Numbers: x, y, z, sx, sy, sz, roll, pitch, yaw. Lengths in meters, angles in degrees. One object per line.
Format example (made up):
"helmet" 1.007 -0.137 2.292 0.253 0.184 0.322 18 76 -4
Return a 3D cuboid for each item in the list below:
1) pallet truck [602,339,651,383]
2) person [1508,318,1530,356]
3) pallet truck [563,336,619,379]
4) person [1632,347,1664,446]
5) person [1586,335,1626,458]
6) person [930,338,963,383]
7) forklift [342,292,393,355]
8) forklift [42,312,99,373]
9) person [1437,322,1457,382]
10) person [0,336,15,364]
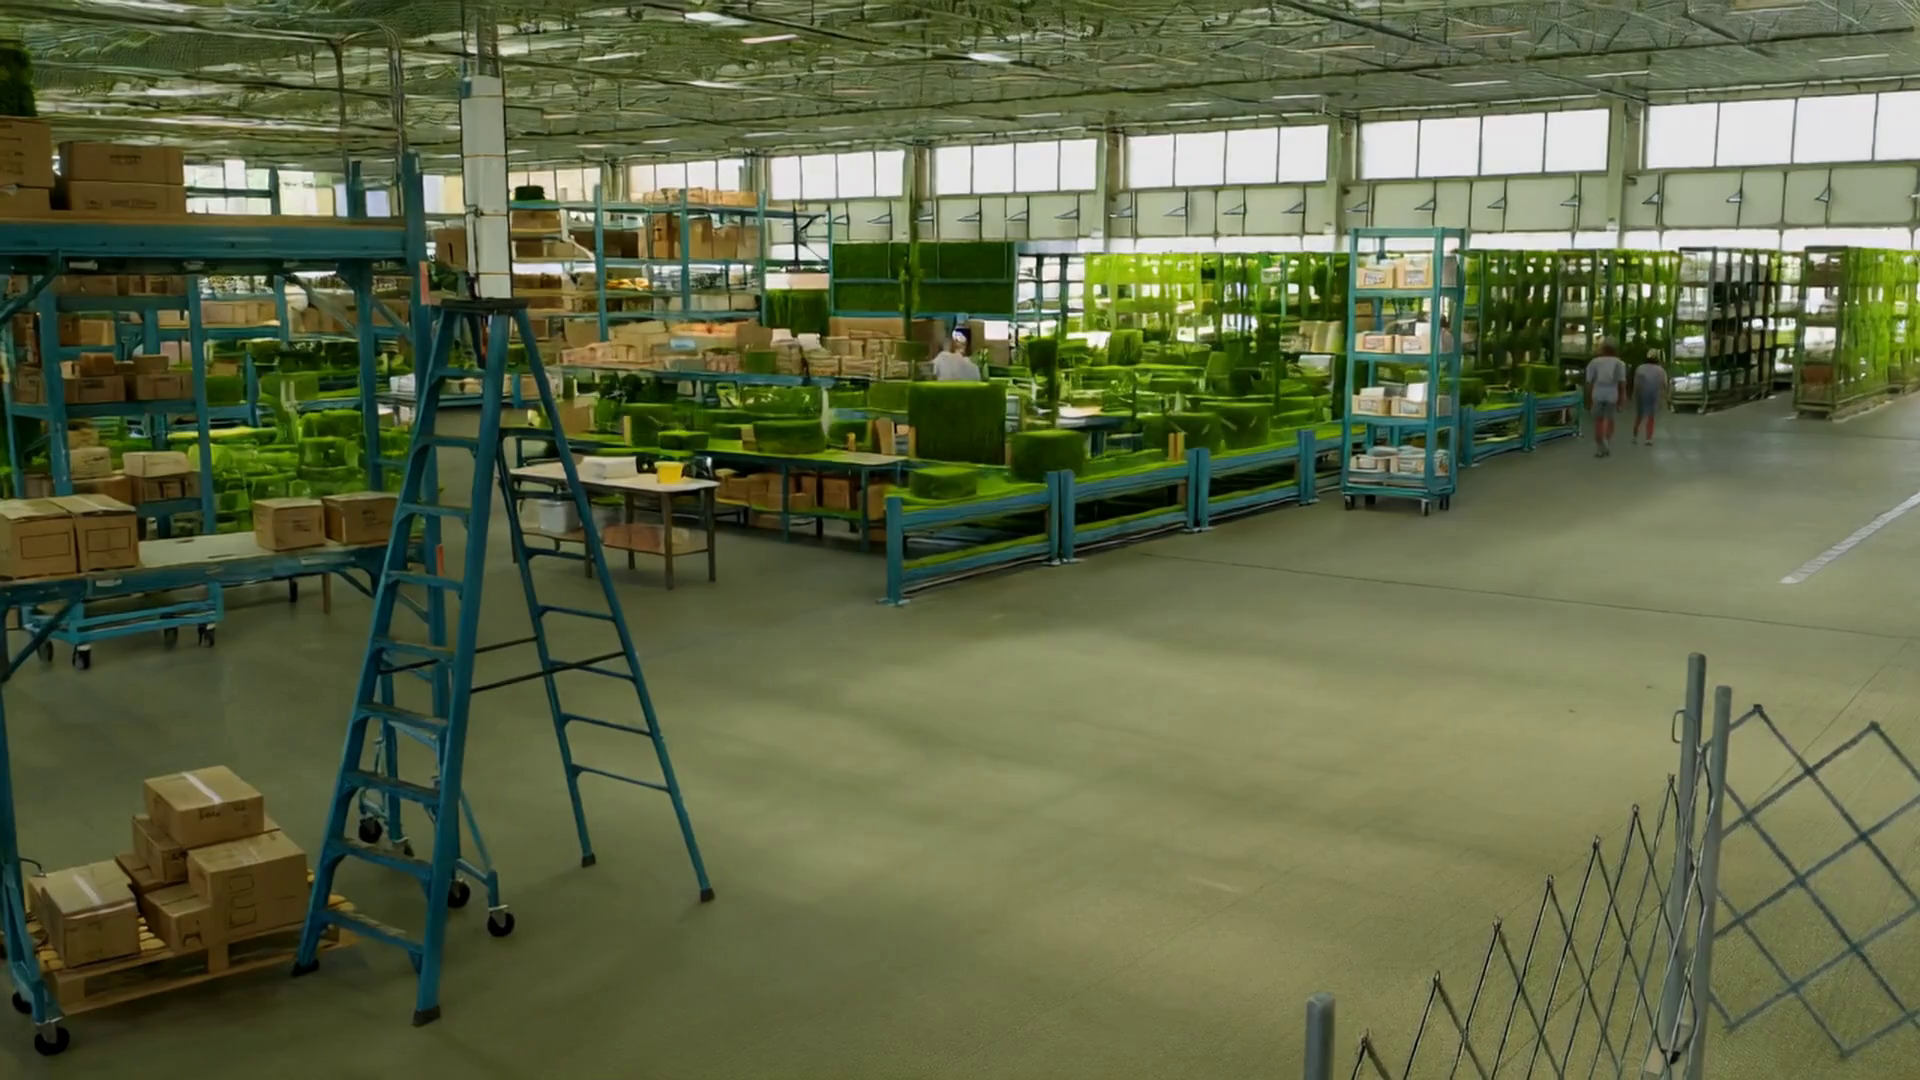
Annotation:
"pallet truck" -8.991 -4.871 45.351 0.653 1.274 1.630 7 11 37
"person" 15.715 -5.426 46.876 0.988 1.938 0.643 -6 11 -31
"pallet truck" -10.690 -5.294 48.215 1.601 1.201 0.680 -5 10 -26
"person" 12.179 -2.551 29.482 0.526 1.752 0.515 1 9 5
"person" 10.549 -2.329 27.222 0.612 2.028 0.501 5 11 31
"person" -0.243 -2.742 30.293 0.677 1.869 0.422 -6 11 -33
"forklift" -16.485 -5.622 45.120 1.129 2.768 1.873 7 11 37
"forklift" -23.779 -5.451 44.052 1.873 2.768 1.129 7 11 36
"person" 12.257 -4.586 41.982 0.627 1.804 0.759 9 13 44
"person" -23.941 -4.424 41.647 0.831 1.598 0.506 8 12 41
